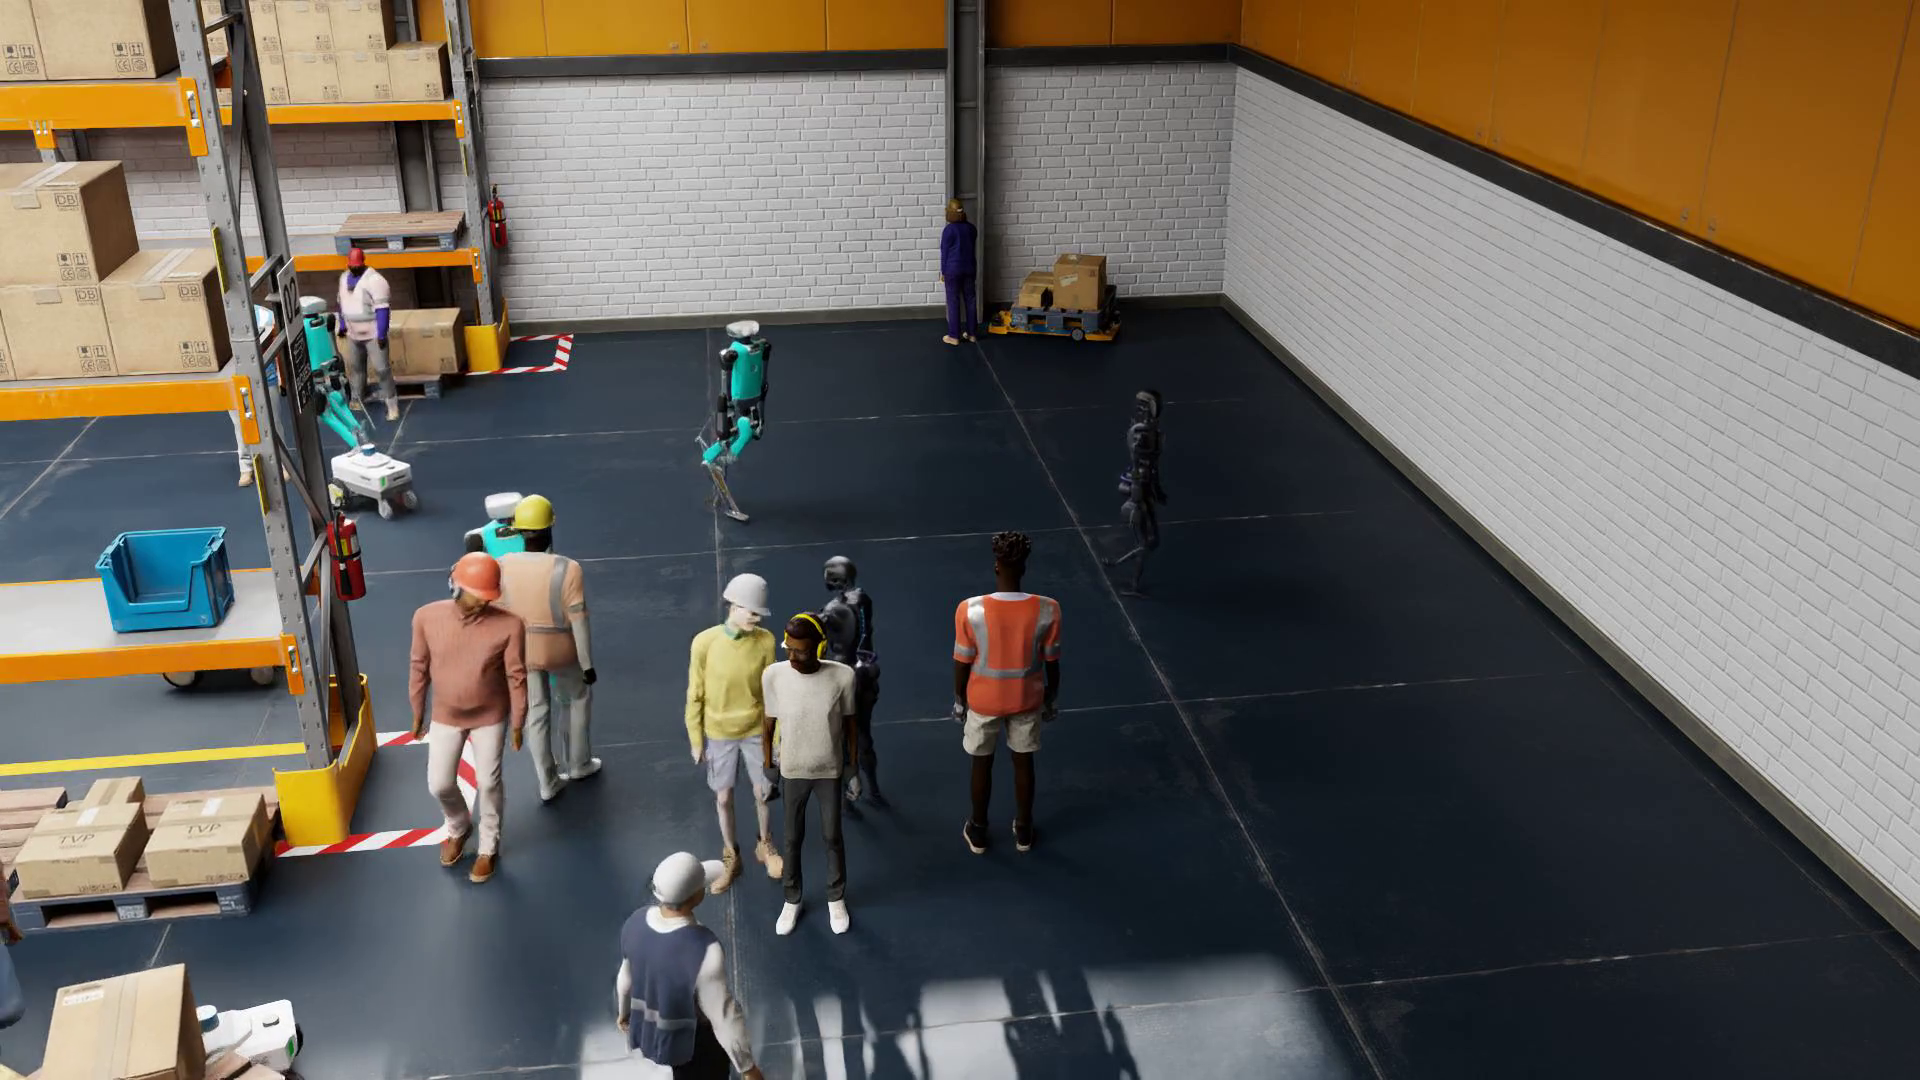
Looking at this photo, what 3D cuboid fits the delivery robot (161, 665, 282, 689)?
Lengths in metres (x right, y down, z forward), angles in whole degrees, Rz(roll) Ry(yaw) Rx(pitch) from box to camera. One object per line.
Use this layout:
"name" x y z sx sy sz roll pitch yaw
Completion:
"delivery robot" -5.088 0.695 11.461 0.779 0.598 0.499 0 24 1

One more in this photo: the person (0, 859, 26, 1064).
"person" -4.420 1.780 7.243 0.692 1.960 0.670 2 24 6

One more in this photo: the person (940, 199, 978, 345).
"person" -0.030 -2.999 18.562 0.444 1.614 0.386 -13 27 -28

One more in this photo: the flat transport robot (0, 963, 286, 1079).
"flat transport robot" -3.713 2.741 7.152 1.431 0.231 0.659 13 27 27

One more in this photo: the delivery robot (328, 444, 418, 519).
"delivery robot" -5.045 -0.520 14.249 0.808 0.614 0.499 15 28 30

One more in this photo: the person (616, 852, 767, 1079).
"person" -1.166 2.065 6.875 0.761 1.731 0.808 20 30 37

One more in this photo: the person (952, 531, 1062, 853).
"person" 0.261 0.872 9.323 0.611 1.952 0.383 -3 24 -8

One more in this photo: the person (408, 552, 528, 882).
"person" -2.669 0.966 9.107 0.657 1.968 0.408 -2 24 -6

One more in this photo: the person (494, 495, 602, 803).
"person" -2.428 0.625 9.929 0.614 1.906 0.654 4 24 10

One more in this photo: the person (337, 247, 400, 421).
"person" -5.863 -2.033 16.233 0.813 1.719 0.418 11 26 24

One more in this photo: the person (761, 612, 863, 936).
"person" -0.772 1.218 8.641 0.530 1.862 0.313 -1 24 -2

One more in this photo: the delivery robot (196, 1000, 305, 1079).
"delivery robot" -3.372 2.397 7.599 0.804 0.610 0.499 -10 26 -22

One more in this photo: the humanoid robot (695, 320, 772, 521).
"humanoid robot" -1.978 -0.960 13.853 0.842 1.870 0.555 17 29 34

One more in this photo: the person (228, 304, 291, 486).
"person" -6.217 -1.380 14.585 0.621 1.844 0.429 -7 25 -15

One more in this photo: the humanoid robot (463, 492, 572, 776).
"humanoid robot" -2.590 0.645 10.132 0.531 1.774 0.833 -14 27 -28

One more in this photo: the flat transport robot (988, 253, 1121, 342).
"flat transport robot" 1.094 -2.500 19.091 1.431 0.231 0.659 6 24 13

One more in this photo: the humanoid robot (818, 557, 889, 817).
"humanoid robot" -0.653 0.866 9.693 0.376 1.666 0.600 13 27 28

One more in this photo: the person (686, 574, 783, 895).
"person" -1.214 1.044 9.053 0.538 1.858 0.390 -5 24 -12

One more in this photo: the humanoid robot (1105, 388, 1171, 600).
"humanoid robot" 1.331 -0.348 12.432 0.412 1.639 0.584 10 26 21

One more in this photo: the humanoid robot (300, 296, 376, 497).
"humanoid robot" -5.293 -1.164 14.284 0.672 1.843 0.531 8 25 18
